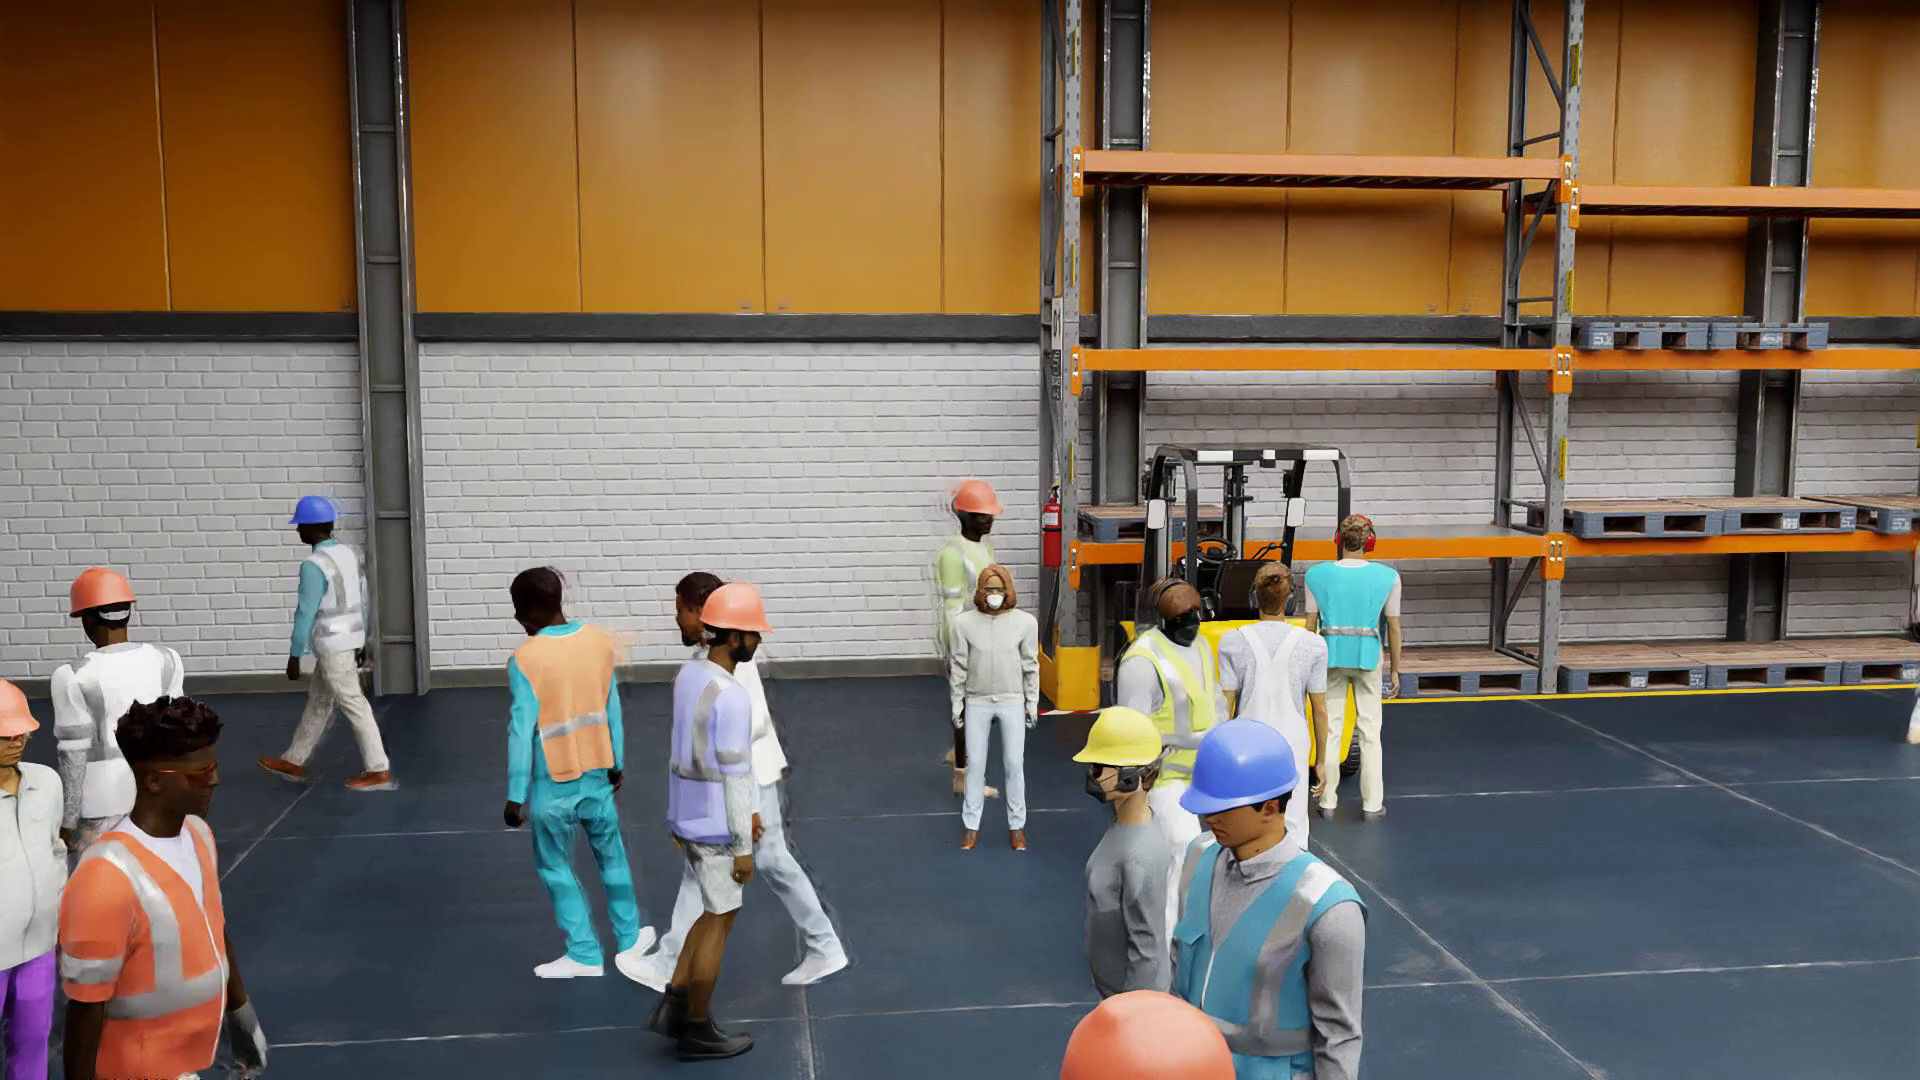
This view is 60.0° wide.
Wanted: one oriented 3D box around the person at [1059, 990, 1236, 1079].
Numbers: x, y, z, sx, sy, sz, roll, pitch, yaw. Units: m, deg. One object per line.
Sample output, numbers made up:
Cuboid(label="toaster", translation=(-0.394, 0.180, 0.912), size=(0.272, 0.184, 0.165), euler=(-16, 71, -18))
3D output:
Cuboid(label="person", translation=(0.267, 1.585, 2.387), size=(0.362, 1.938, 0.545), euler=(-5, 8, -38))

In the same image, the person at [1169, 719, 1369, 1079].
Cuboid(label="person", translation=(0.714, 1.388, 4.117), size=(0.401, 1.938, 0.602), euler=(-4, 8, -34))

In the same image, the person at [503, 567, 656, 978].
Cuboid(label="person", translation=(-1.681, 1.036, 7.495), size=(0.368, 1.868, 0.809), euler=(5, 8, 38))

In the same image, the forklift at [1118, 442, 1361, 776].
Cuboid(label="forklift", translation=(1.912, 0.418, 11.496), size=(1.214, 2.155, 2.313), euler=(-1, 7, -8))

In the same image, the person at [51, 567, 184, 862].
Cuboid(label="person", translation=(-3.495, 1.073, 6.917), size=(0.373, 1.929, 0.542), euler=(5, 8, 35))

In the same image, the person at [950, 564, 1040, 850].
Cuboid(label="person", translation=(0.198, 0.941, 9.392), size=(0.505, 1.627, 0.278), euler=(0, 7, 3))

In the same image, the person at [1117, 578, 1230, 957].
Cuboid(label="person", translation=(0.988, 1.065, 7.459), size=(0.523, 1.814, 0.653), euler=(4, 7, 29))

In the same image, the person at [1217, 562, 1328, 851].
Cuboid(label="person", translation=(1.443, 1.021, 7.730), size=(0.517, 1.843, 0.326), euler=(1, 7, 9))

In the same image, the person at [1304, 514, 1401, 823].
Cuboid(label="person", translation=(2.333, 0.769, 9.938), size=(0.579, 1.842, 0.382), euler=(2, 7, 16))

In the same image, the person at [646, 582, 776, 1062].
Cuboid(label="person", translation=(-0.981, 1.117, 6.619), size=(0.527, 1.907, 0.578), euler=(-3, 7, -28))

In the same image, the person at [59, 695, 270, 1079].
Cuboid(label="person", translation=(-2.041, 1.359, 4.452), size=(0.995, 1.910, 0.626), euler=(-1, 7, -6))

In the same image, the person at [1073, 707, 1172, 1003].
Cuboid(label="person", translation=(0.491, 1.373, 4.991), size=(0.313, 1.769, 0.523), euler=(0, 7, 1))

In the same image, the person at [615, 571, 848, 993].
Cuboid(label="person", translation=(-0.988, 1.069, 7.278), size=(1.035, 1.864, 0.624), euler=(0, 7, 0))

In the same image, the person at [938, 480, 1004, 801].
Cuboid(label="person", translation=(0.113, 0.630, 10.383), size=(0.431, 2.019, 0.637), euler=(3, 7, 26))

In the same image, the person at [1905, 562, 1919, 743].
Cuboid(label="person", translation=(7.220, 0.574, 11.919), size=(1.001, 1.789, 0.628), euler=(-1, 7, -9))

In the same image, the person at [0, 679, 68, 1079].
Cuboid(label="person", translation=(-3.156, 1.320, 5.504), size=(0.326, 1.752, 0.561), euler=(2, 7, 17))

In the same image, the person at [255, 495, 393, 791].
Cuboid(label="person", translation=(-4.095, 0.665, 10.612), size=(0.984, 1.891, 0.633), euler=(0, 7, -1))
